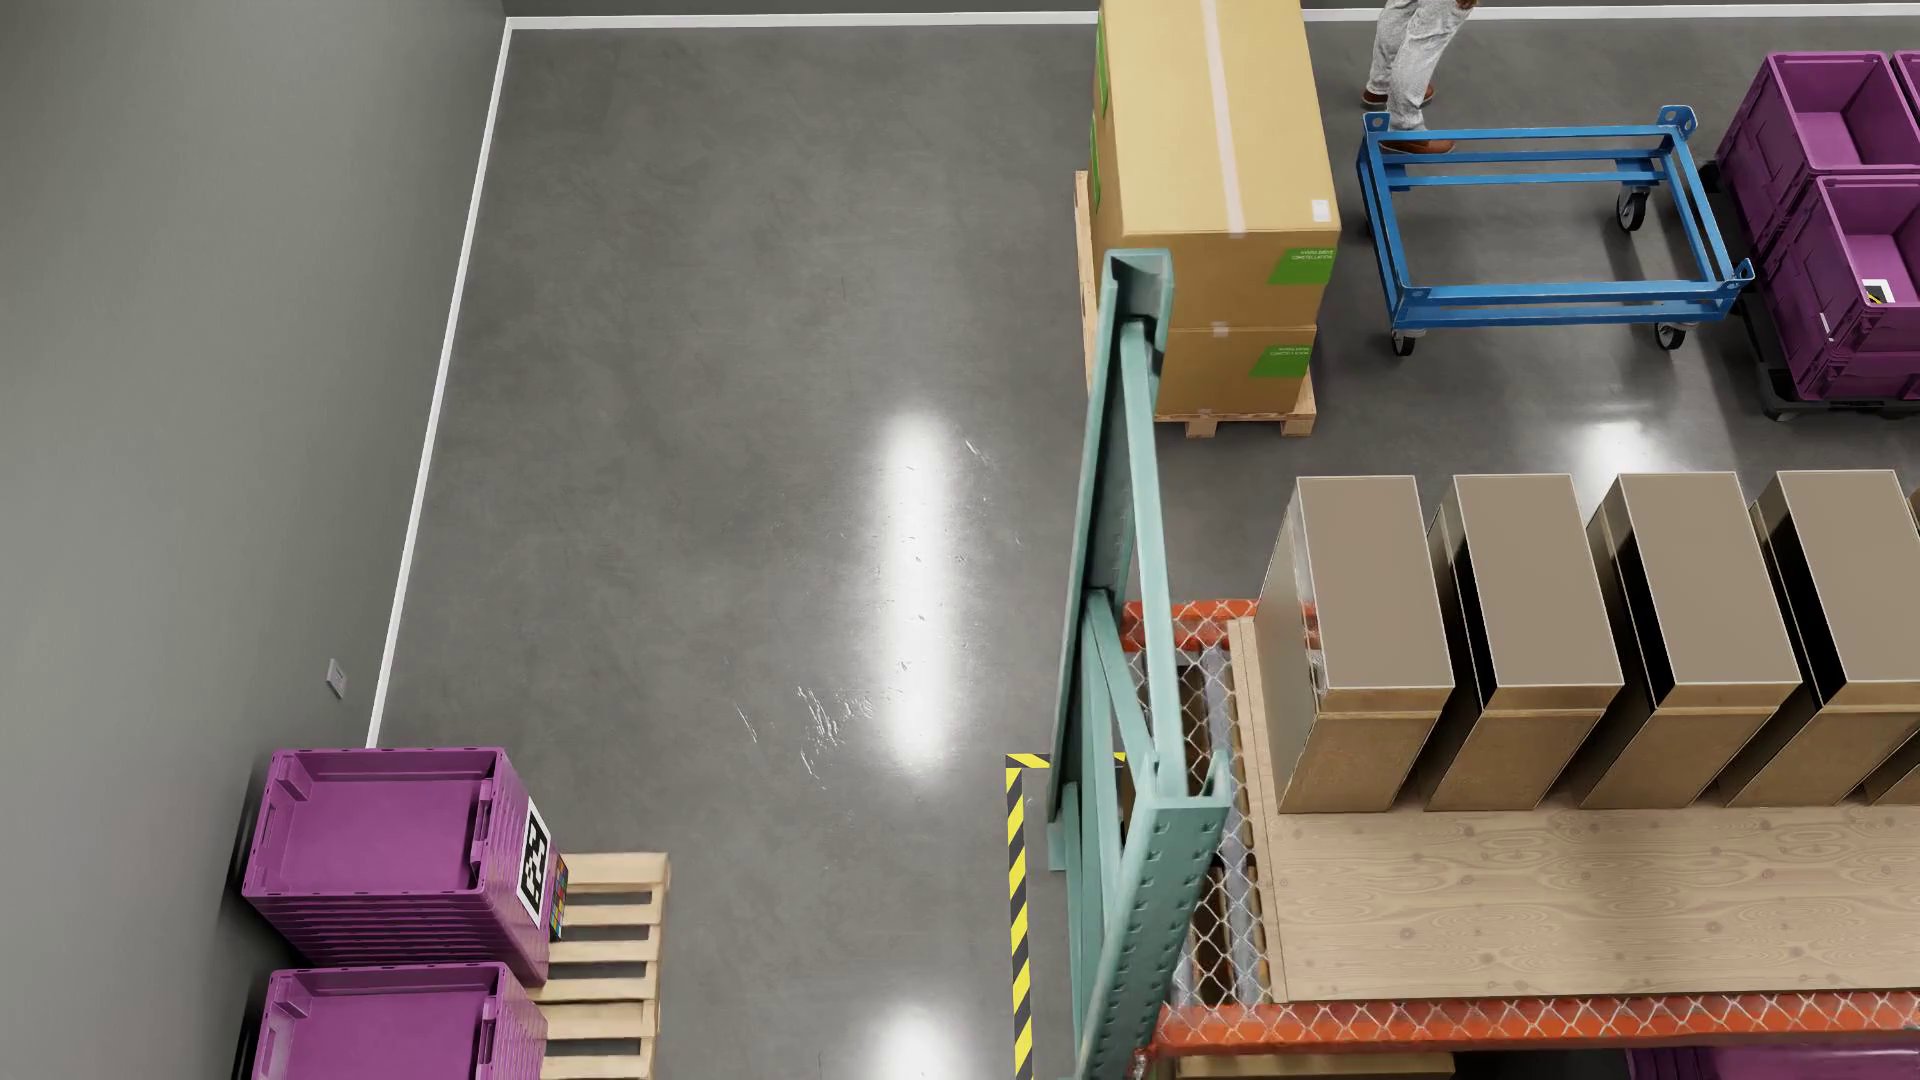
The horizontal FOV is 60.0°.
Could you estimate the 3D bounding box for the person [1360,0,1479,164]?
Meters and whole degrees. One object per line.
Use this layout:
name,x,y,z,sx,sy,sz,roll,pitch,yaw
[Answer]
person,1.826,-2.249,6.082,0.371,1.939,0.629,-1,58,-1
